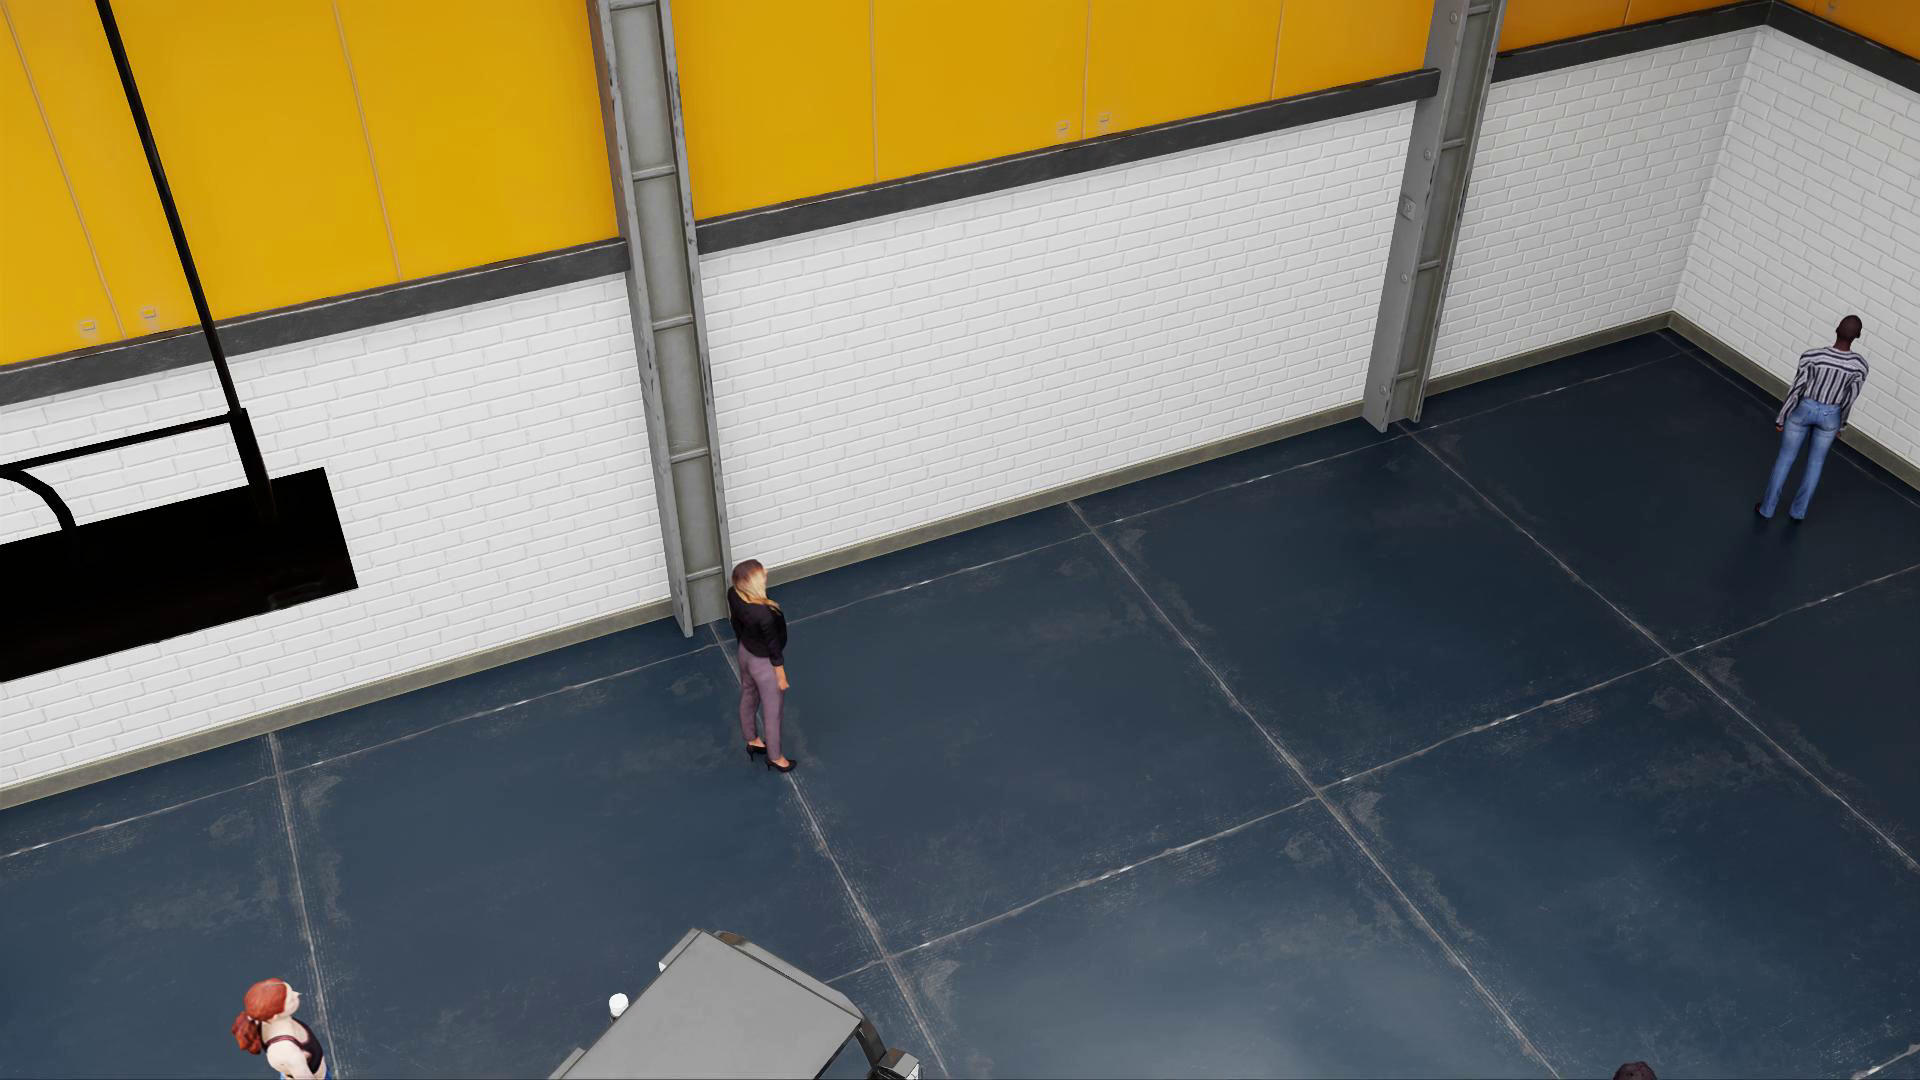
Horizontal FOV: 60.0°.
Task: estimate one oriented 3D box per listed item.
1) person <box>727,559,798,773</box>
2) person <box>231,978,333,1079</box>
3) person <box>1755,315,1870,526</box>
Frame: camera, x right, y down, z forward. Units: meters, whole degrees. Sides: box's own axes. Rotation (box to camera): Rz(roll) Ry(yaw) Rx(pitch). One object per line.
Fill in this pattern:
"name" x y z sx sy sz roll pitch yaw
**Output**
"person" -1.250 0.788 10.336 0.625 1.671 0.657 -29 47 -31
"person" -3.073 2.671 7.888 0.655 1.784 0.629 -29 47 -31
"person" 6.326 -0.879 12.324 0.693 1.795 0.764 11 40 14
